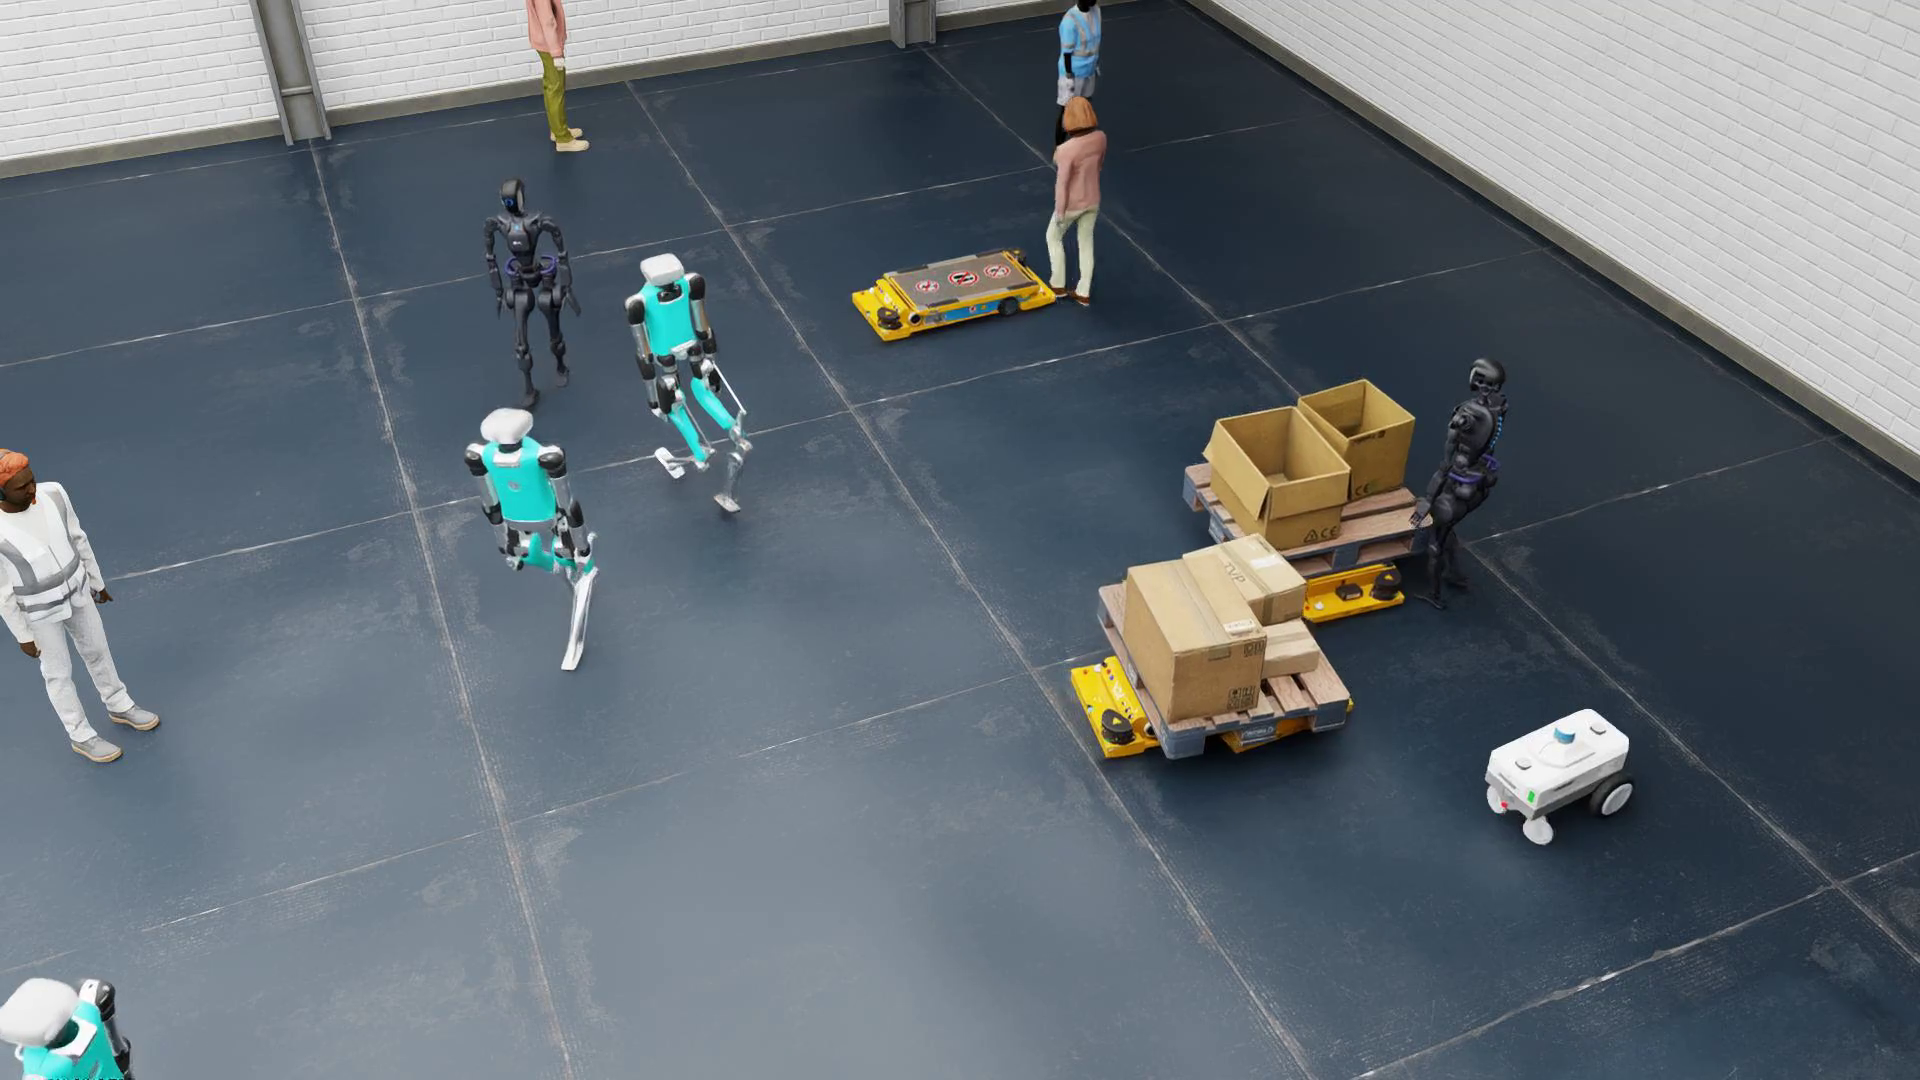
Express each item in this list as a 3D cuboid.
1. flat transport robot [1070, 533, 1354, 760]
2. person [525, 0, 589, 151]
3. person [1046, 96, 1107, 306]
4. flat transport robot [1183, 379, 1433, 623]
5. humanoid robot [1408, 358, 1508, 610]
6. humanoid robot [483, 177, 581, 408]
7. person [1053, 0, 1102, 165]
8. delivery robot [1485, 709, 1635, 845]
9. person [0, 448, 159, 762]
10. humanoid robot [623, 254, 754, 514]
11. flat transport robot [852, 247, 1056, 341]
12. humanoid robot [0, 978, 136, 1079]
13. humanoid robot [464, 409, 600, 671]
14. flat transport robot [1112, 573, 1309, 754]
[{"bbox_3d":[1.392,0.805,9.226,1.431,0.231,0.659,-9,38,-11],"label":"flat transport robot"},{"bbox_3d":[-3.601,-4.340,14.637,0.378,1.837,0.517,-12,39,-15],"label":"person"},{"bbox_3d":[0.842,-2.548,12.484,0.504,1.618,0.546,-25,44,-29],"label":"person"},{"bbox_3d":[2.104,-0.027,10.308,0.659,0.231,1.431,-11,39,-14],"label":"flat transport robot"},{"bbox_3d":[2.845,-0.302,9.515,0.612,1.651,0.327,-28,46,-32],"label":"humanoid robot"},{"bbox_3d":[-2.905,-1.703,11.345,0.590,1.640,0.615,-1,38,-2],"label":"humanoid robot"},{"bbox_3d":[1.034,-4.066,14.401,0.320,1.691,0.536,26,45,30],"label":"person"},{"bbox_3d":[3.070,1.166,8.527,0.773,0.601,0.500,-19,41,-23],"label":"delivery robot"},{"bbox_3d":[-4.623,0.328,8.527,0.361,1.880,0.573,14,40,17],"label":"person"},{"bbox_3d":[-1.630,-0.888,10.231,0.555,1.726,1.052,-26,45,-30],"label":"humanoid robot"},{"bbox_3d":[-0.046,-1.890,12.734,1.431,0.231,0.659,-15,40,-19],"label":"flat transport robot"},{"bbox_3d":[-3.352,2.217,6.151,0.753,1.737,0.534,4,38,6],"label":"humanoid robot"},{"bbox_3d":[-2.241,-0.094,9.241,0.558,1.835,0.886,4,38,6],"label":"humanoid robot"},{"bbox_3d":[1.465,0.614,9.475,0.659,0.231,1.431,-16,40,-20],"label":"flat transport robot"}]
